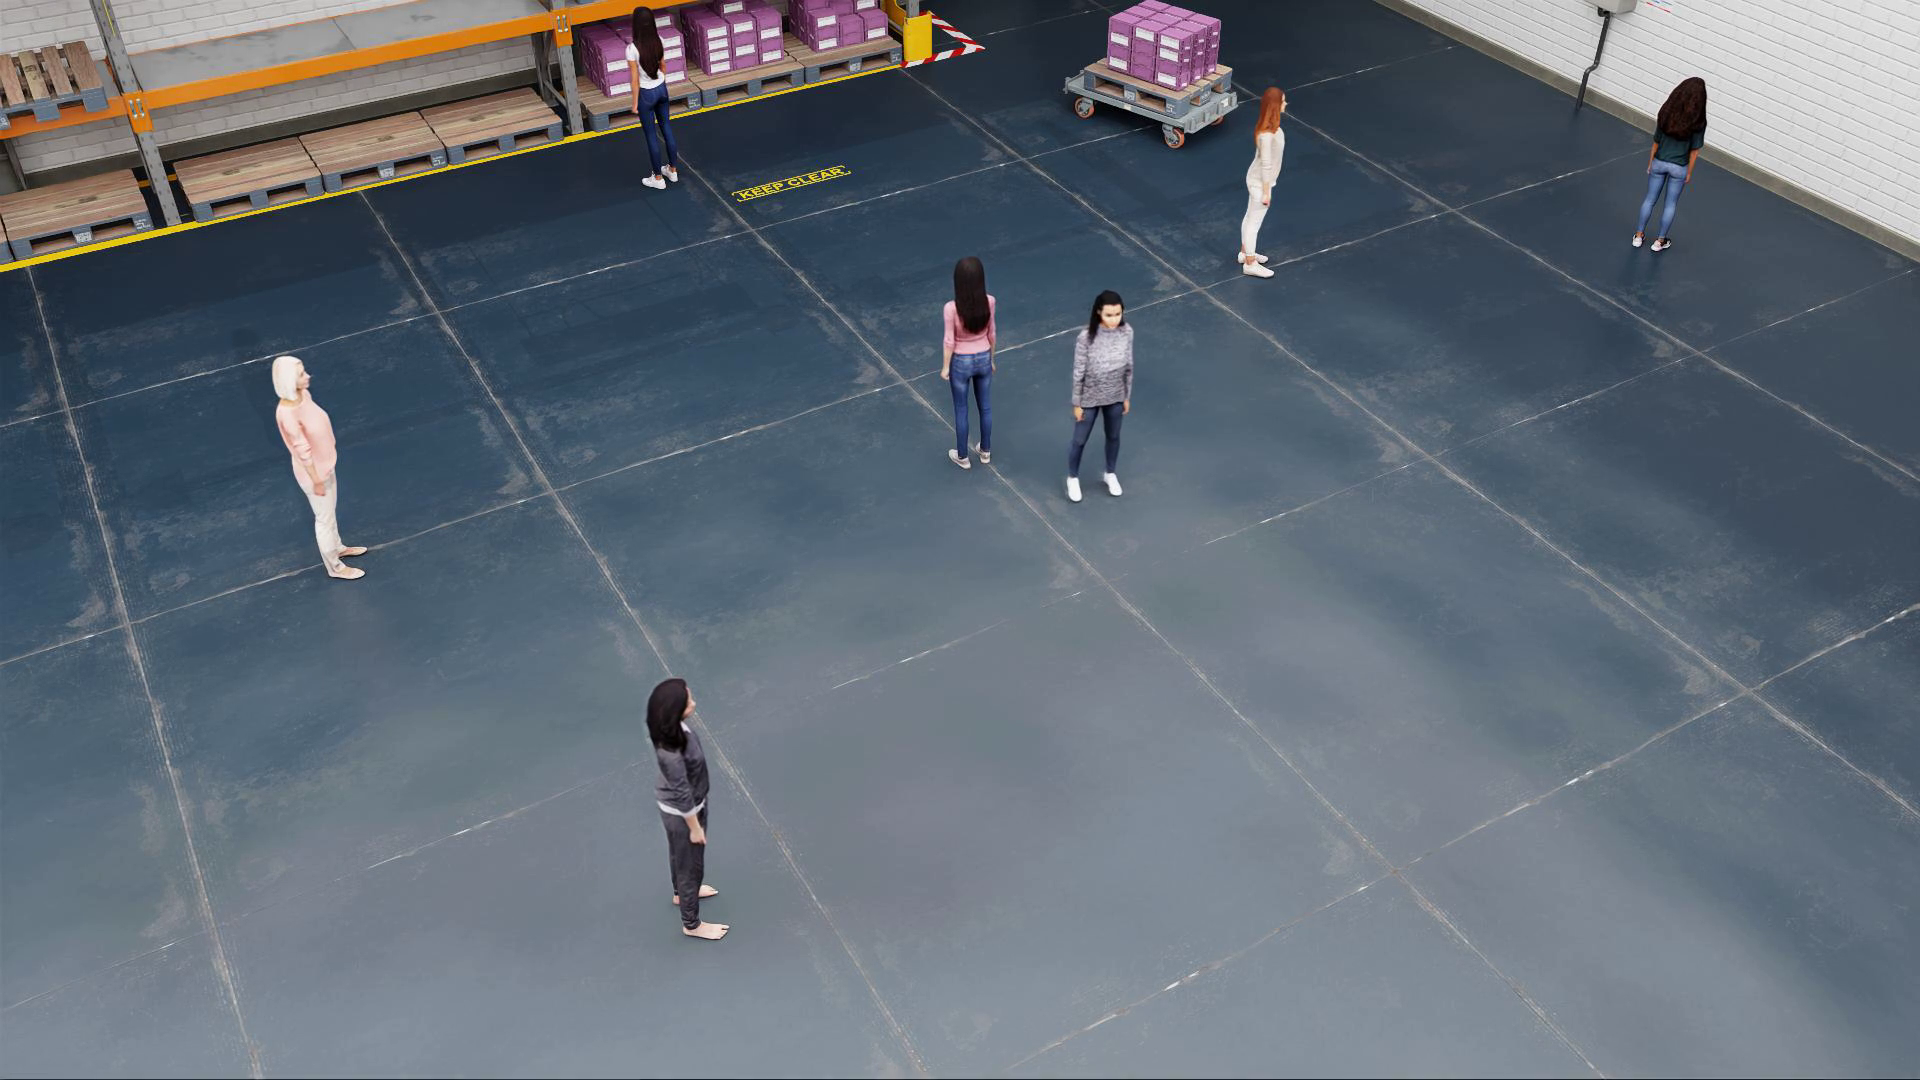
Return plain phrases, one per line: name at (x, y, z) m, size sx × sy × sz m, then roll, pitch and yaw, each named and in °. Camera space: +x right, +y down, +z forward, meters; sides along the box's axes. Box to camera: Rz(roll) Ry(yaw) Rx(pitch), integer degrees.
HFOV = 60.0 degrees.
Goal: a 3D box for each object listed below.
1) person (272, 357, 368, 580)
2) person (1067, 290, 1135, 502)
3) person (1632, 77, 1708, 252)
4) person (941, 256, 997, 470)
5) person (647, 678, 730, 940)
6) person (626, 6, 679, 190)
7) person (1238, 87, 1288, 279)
person at (-4.369, -0.502, 11.254) m, size 0.632 × 1.726 × 0.663 m, roll -7°, pitch 39°, yaw -9°
person at (1.010, -1.049, 11.938) m, size 0.579 × 1.727 × 0.727 m, roll -8°, pitch 39°, yaw -10°
person at (6.387, -3.376, 14.939) m, size 0.691 × 1.617 × 0.715 m, roll 24°, pitch 45°, yaw 27°
person at (0.075, -1.303, 12.244) m, size 0.496 × 1.742 × 0.667 m, roll -13°, pitch 40°, yaw -15°
person at (-1.476, 1.408, 8.831) m, size 0.581 × 1.764 × 0.642 m, roll -11°, pitch 40°, yaw -14°
person at (-2.929, -4.224, 15.875) m, size 0.712 × 1.775 × 0.572 m, roll 27°, pitch 46°, yaw 30°
person at (2.631, -3.146, 14.575) m, size 0.724 × 1.713 × 0.687 m, roll 4°, pitch 39°, yaw 4°
